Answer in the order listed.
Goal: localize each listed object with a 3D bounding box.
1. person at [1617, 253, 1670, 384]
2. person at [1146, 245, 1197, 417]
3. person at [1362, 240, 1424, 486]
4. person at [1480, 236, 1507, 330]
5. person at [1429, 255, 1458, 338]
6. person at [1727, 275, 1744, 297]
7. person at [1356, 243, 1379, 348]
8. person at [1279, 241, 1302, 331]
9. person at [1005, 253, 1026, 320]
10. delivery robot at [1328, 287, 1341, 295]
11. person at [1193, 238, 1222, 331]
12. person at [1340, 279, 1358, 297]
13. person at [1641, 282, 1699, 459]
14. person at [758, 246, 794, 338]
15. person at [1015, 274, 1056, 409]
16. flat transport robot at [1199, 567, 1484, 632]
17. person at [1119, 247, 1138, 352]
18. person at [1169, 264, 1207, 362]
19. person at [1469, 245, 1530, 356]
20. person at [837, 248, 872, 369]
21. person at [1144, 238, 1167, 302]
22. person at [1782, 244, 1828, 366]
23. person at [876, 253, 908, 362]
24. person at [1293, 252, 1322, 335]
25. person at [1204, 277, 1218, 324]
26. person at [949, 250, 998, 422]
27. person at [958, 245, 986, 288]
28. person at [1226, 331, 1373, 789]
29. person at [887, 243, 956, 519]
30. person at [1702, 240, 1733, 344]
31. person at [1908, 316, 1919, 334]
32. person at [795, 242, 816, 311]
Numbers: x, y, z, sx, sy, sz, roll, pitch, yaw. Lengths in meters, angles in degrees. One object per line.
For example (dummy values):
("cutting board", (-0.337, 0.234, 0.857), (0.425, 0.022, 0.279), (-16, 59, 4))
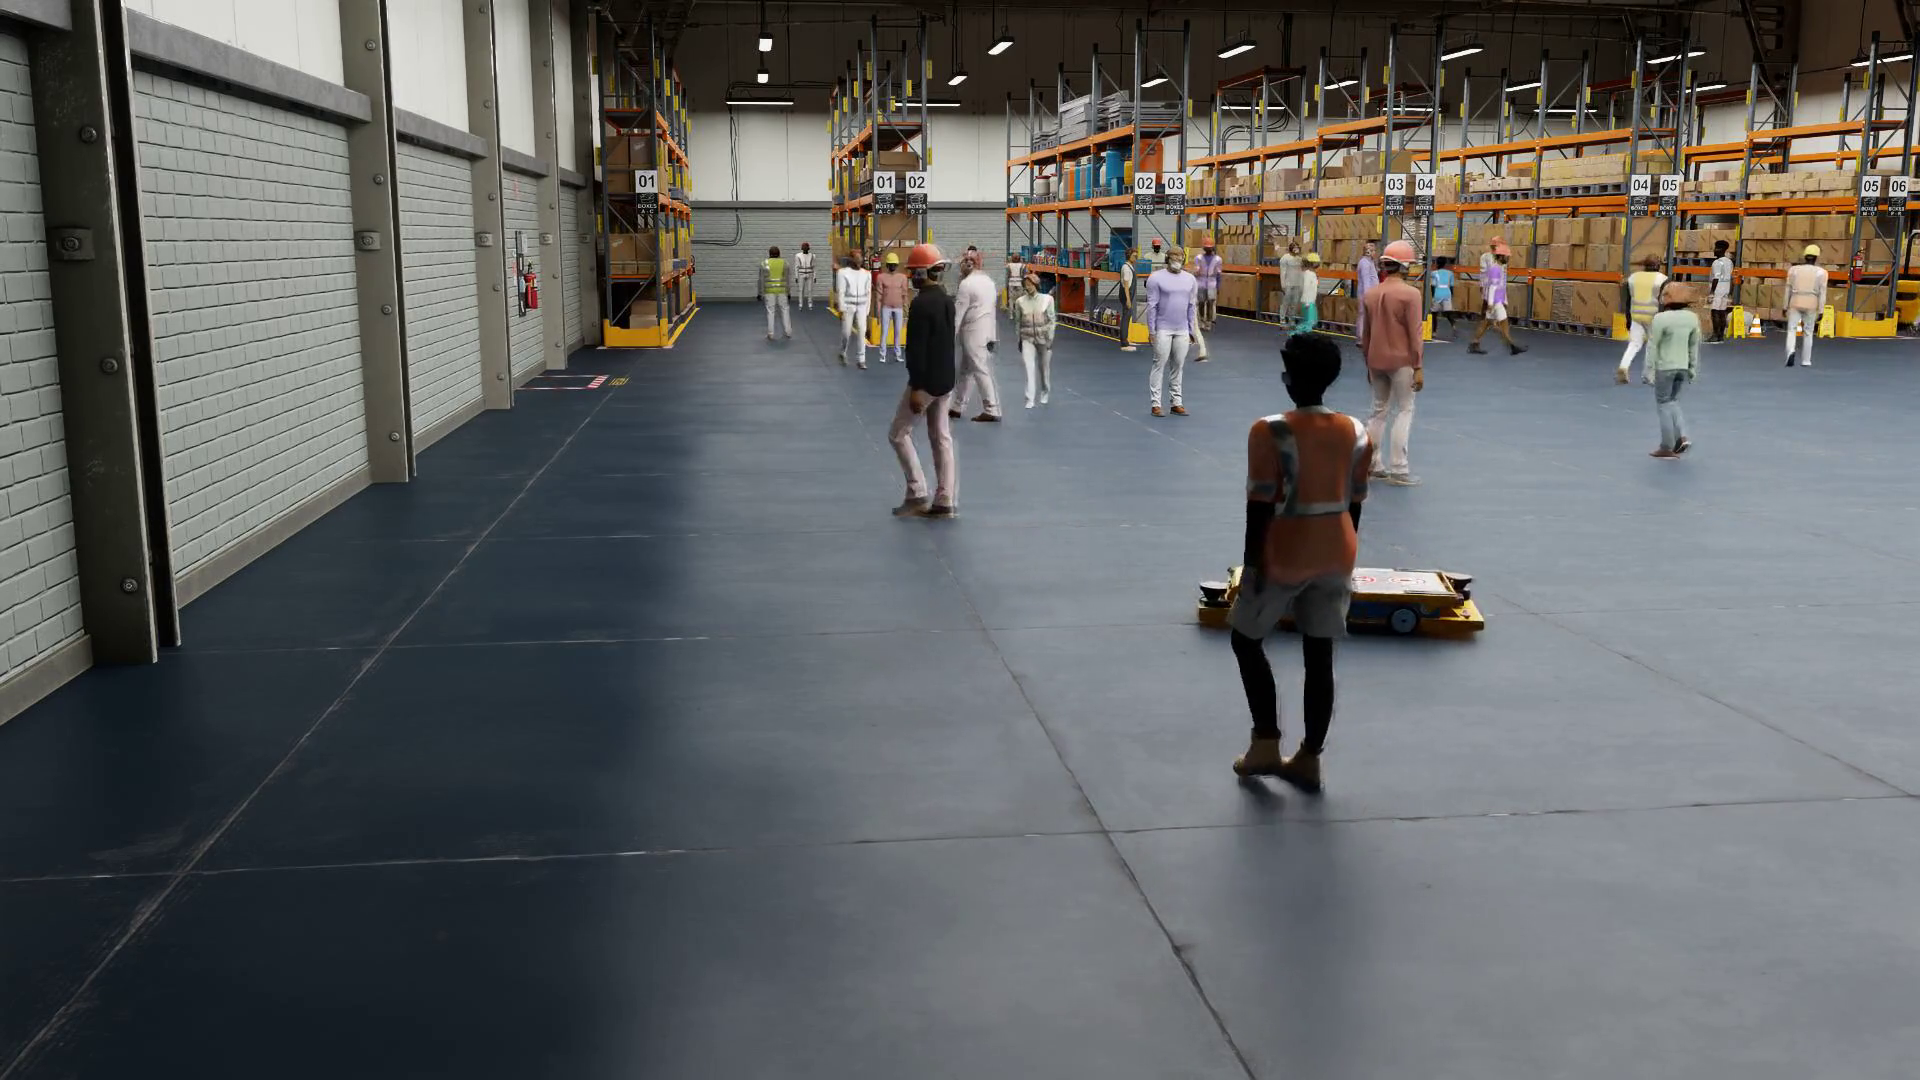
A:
("person", (9.395, -3.029, 22.819), (0.817, 1.814, 0.631), (-8, 13, -38))
("person", (2.399, -2.362, 18.843), (0.627, 1.933, 0.371), (-4, 11, -21))
("person", (3.560, -1.446, 13.649), (0.384, 1.994, 0.618), (-6, 12, -31))
("person", (11.580, -5.557, 36.086), (0.606, 2.035, 0.405), (-1, 10, -4))
("person", (9.695, -4.855, 33.279), (0.541, 1.666, 0.755), (-2, 11, -12))
("person", (20.926, -7.108, 44.904), (0.585, 1.920, 0.391), (-1, 10, -6))
("person", (7.488, -4.488, 30.564), (0.406, 1.911, 0.637), (2, 10, 9))
("person", (7.144, -5.472, 35.904), (0.625, 1.934, 0.363), (-7, 13, -34))
("person", (1.365, -6.187, 40.606), (0.515, 1.642, 0.314), (1, 10, 8))
("delivery robot", (11.339, -7.313, 49.505), (0.707, 0.478, 0.477), (0, 10, 0))
("person", (5.361, -5.536, 36.077), (0.626, 2.011, 1.004), (2, 10, 9))
("person", (9.802, -6.442, 41.804), (0.494, 1.719, 0.670), (0, 10, 0))
("person", (6.492, -1.550, 15.249), (0.501, 1.620, 0.357), (-4, 11, -22))
("person", (-3.668, -4.938, 33.251), (0.747, 1.834, 0.458), (-1, 10, -8))
("person", (0.918, -2.403, 19.999), (0.508, 1.599, 0.858), (2, 10, 10))
("flat transport robot", (1.995, 0.298, 8.814), (1.431, 0.197, 0.652), (2, 11, 9))
("person", (2.995, -4.270, 29.560), (0.344, 1.839, 0.504), (1, 10, 8))
("person", (3.658, -3.695, 27.098), (0.909, 1.580, 0.504), (7, 13, 34))
("person", (9.258, -4.100, 28.503), (1.010, 1.879, 0.569), (4, 11, 21))
("person", (-1.653, -3.583, 25.767), (0.575, 1.860, 0.852), (-4, 11, -20))
("person", (4.702, -6.250, 39.978), (0.611, 1.996, 0.379), (-2, 10, -9))
("person", (13.221, -3.666, 26.053), (0.622, 1.908, 0.683), (6, 12, 31))
("person", (-1.095, -3.751, 26.918), (0.533, 1.765, 0.329), (-3, 11, -16))
("person", (6.199, -4.247, 29.678), (0.469, 1.755, 0.527), (5, 11, 25))
("person", (5.778, -5.819, 38.601), (0.501, 1.636, 0.280), (1, 10, 3))
("person", (0.056, -2.247, 18.385), (0.914, 1.869, 0.659), (4, 11, 22))
("person", (0.268, -5.750, 37.701), (0.660, 1.822, 0.713), (0, 10, 3))
("person", (1.234, 0.078, 6.116), (0.557, 1.684, 0.438), (-4, 11, -22))
("person", (-0.283, -1.127, 11.952), (0.593, 1.972, 0.647), (5, 11, 24))
("person", (14.424, -4.712, 31.632), (0.606, 1.966, 0.367), (-9, 14, -41))
("person", (20.444, -5.214, 34.784), (0.912, 1.830, 0.545), (4, 11, 20))
("person", (-4.230, -7.219, 45.598), (0.585, 1.882, 0.337), (-1, 10, -6))
